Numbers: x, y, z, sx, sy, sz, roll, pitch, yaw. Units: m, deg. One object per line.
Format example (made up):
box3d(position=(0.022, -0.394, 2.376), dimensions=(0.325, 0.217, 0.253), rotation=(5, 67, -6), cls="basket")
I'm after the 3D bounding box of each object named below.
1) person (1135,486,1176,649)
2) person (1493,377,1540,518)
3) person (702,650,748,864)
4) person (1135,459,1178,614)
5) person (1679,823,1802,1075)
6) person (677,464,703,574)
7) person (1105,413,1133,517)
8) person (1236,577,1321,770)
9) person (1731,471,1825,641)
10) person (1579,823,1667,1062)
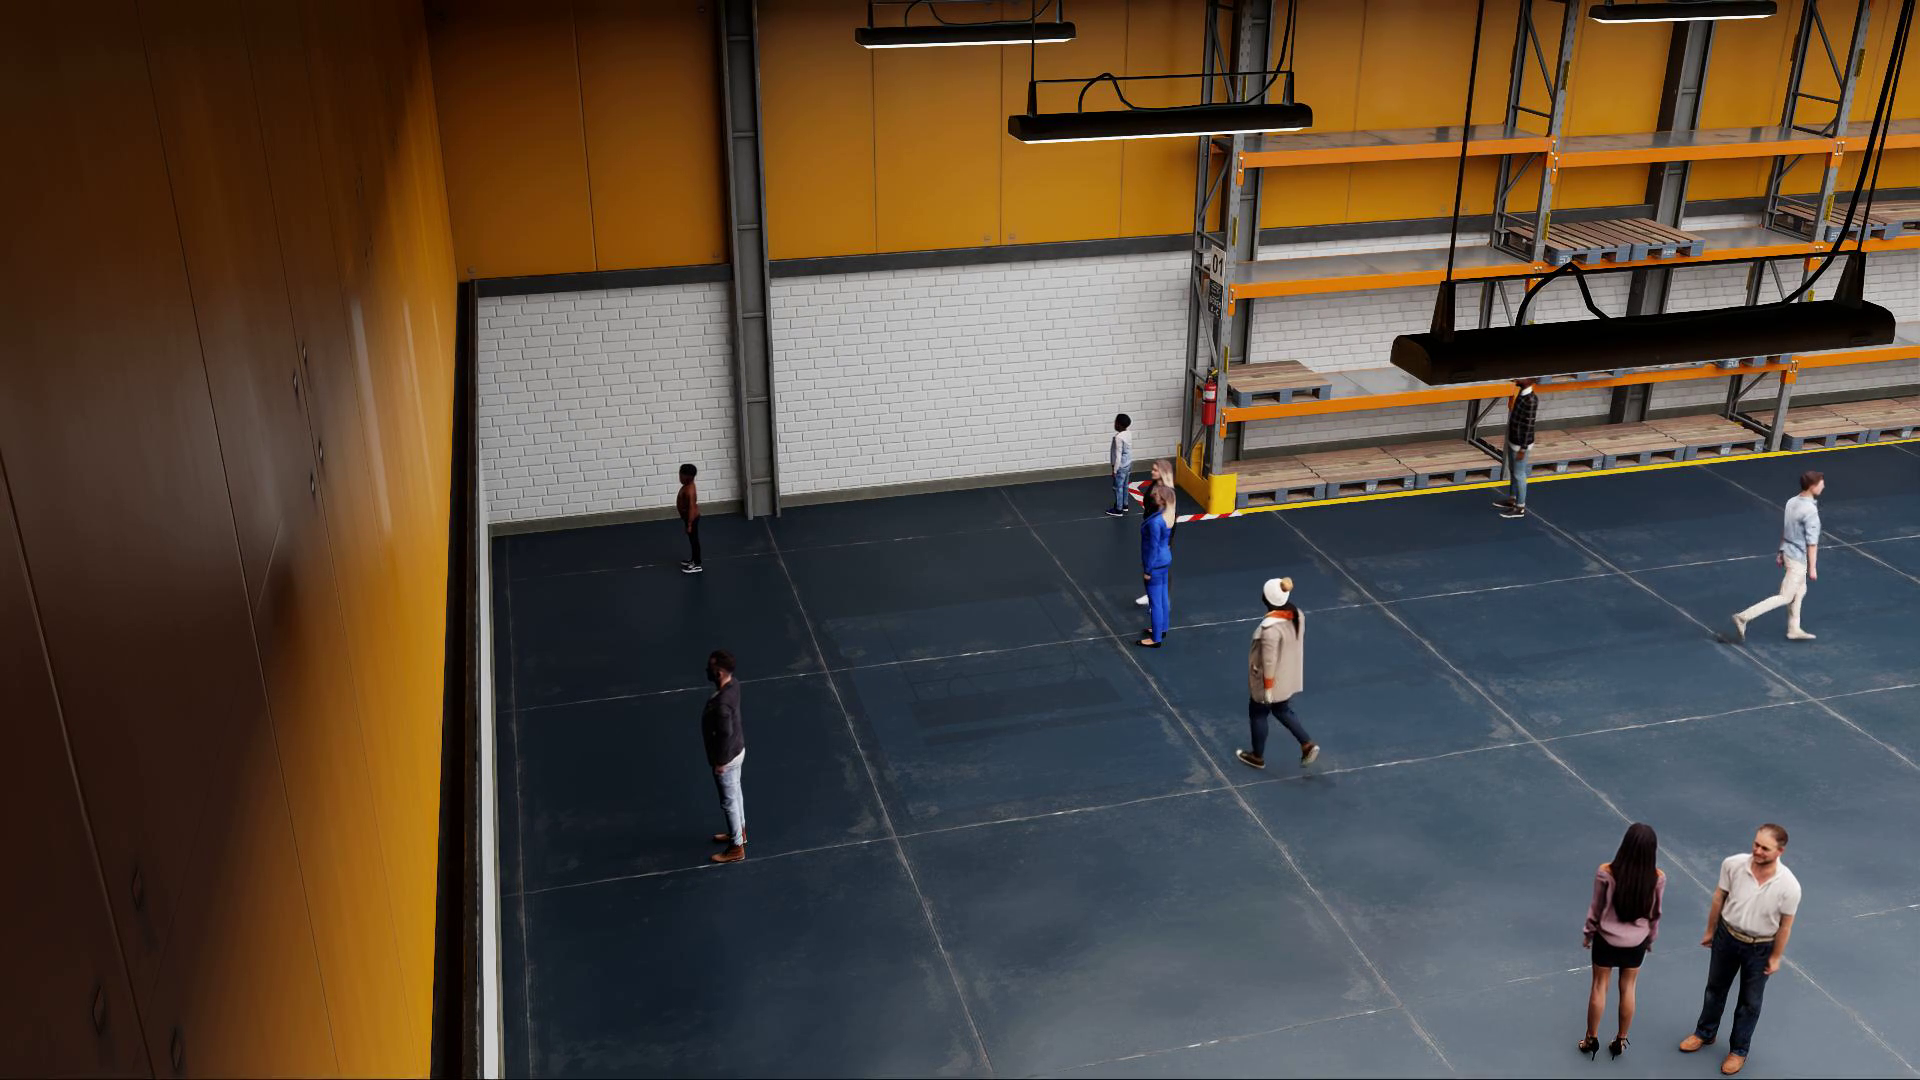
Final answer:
box3d(position=(1.992, 0.251, 16.661), dimensions=(0.745, 1.700, 0.707), rotation=(10, 26, 22), cls="person")
box3d(position=(6.679, -1.169, 19.758), dimensions=(0.699, 1.820, 0.737), rotation=(2, 24, 6), cls="person")
box3d(position=(-1.842, 1.693, 13.192), dimensions=(0.653, 1.836, 0.715), rotation=(1, 24, 1), cls="person")
box3d(position=(2.087, -0.052, 17.373), dimensions=(0.600, 1.685, 0.651), rotation=(-12, 26, -25), cls="person")
box3d(position=(5.200, 2.649, 10.980), dimensions=(0.731, 1.856, 0.745), rotation=(-19, 30, -37), cls="person")
box3d(position=(-2.972, -0.259, 18.381), dimensions=(0.482, 1.256, 0.529), rotation=(-4, 24, -10), cls="person")
box3d(position=(1.922, -0.915, 19.876), dimensions=(0.630, 1.260, 0.566), rotation=(14, 27, 29), cls="person")
box3d(position=(2.800, 1.174, 14.338), dimensions=(1.028, 1.869, 1.034), rotation=(20, 31, 38), cls="person")
box3d(position=(8.262, 0.195, 16.635), dimensions=(1.217, 1.823, 0.931), rotation=(3, 24, 6), cls="person")
box3d(position=(4.368, 2.663, 11.005), dimensions=(0.611, 1.811, 0.760), rotation=(3, 24, 8), cls="person")
